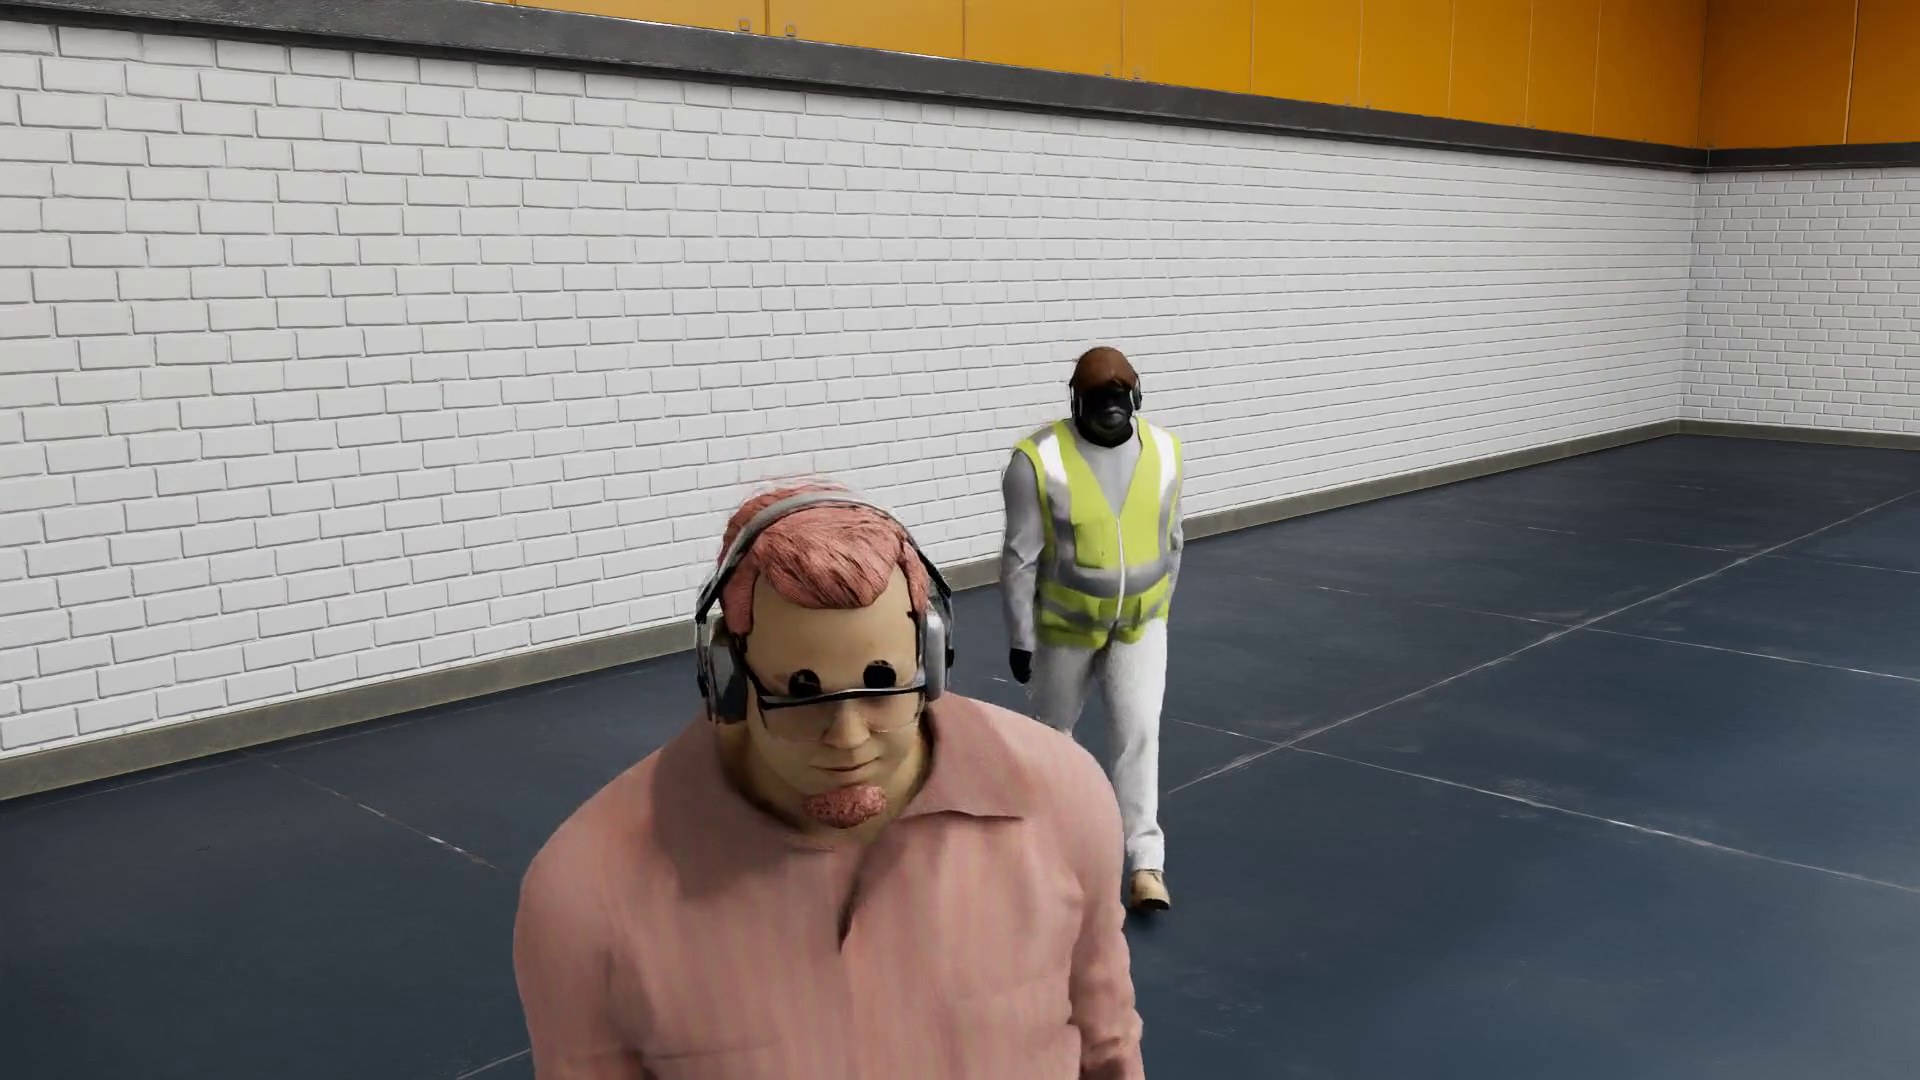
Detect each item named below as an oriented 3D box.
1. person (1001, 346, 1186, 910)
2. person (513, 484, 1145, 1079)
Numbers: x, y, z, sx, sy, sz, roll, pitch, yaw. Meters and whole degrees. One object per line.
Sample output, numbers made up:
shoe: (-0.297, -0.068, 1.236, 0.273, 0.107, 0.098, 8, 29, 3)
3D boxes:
person: (0.431, 0.257, 5.385, 0.631, 1.773, 1.033, -2, 10, -12)
person: (-0.086, 0.866, 1.674, 0.665, 1.857, 0.889, -2, 10, -9)
